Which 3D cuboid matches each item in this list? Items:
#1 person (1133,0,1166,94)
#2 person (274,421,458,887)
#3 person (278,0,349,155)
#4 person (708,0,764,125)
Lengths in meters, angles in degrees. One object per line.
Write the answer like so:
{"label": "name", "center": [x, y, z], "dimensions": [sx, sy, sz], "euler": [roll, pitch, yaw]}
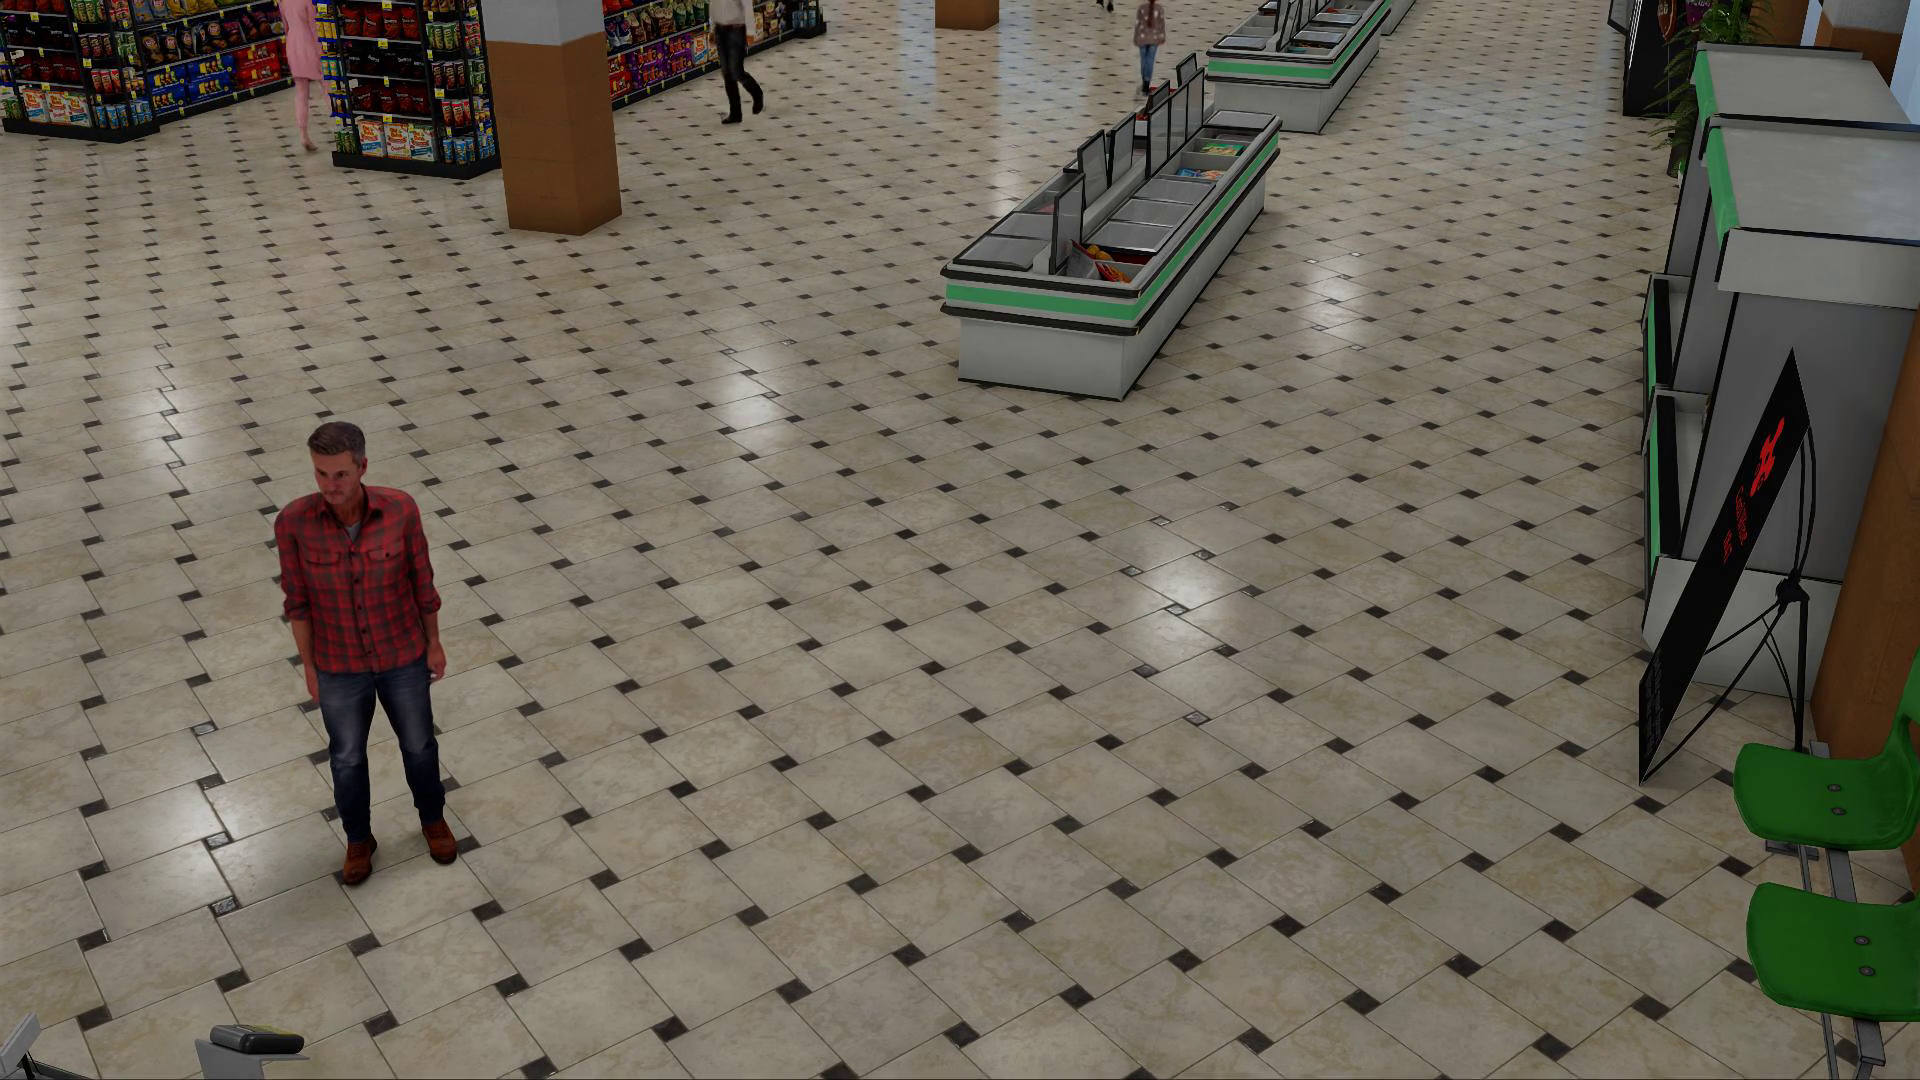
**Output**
{"label": "person", "center": [2.118, -5.610, 18.679], "dimensions": [0.582, 1.166, 0.851], "euler": [5, 27, 10]}
{"label": "person", "center": [-2.167, 0.395, 6.102], "dimensions": [0.755, 1.830, 0.797], "euler": [-10, 29, -19]}
{"label": "person", "center": [-6.376, -4.626, 16.074], "dimensions": [0.685, 1.767, 1.040], "euler": [7, 28, 13]}
{"label": "person", "center": [-2.312, -5.254, 17.281], "dimensions": [0.782, 1.796, 0.892], "euler": [17, 32, 30]}
